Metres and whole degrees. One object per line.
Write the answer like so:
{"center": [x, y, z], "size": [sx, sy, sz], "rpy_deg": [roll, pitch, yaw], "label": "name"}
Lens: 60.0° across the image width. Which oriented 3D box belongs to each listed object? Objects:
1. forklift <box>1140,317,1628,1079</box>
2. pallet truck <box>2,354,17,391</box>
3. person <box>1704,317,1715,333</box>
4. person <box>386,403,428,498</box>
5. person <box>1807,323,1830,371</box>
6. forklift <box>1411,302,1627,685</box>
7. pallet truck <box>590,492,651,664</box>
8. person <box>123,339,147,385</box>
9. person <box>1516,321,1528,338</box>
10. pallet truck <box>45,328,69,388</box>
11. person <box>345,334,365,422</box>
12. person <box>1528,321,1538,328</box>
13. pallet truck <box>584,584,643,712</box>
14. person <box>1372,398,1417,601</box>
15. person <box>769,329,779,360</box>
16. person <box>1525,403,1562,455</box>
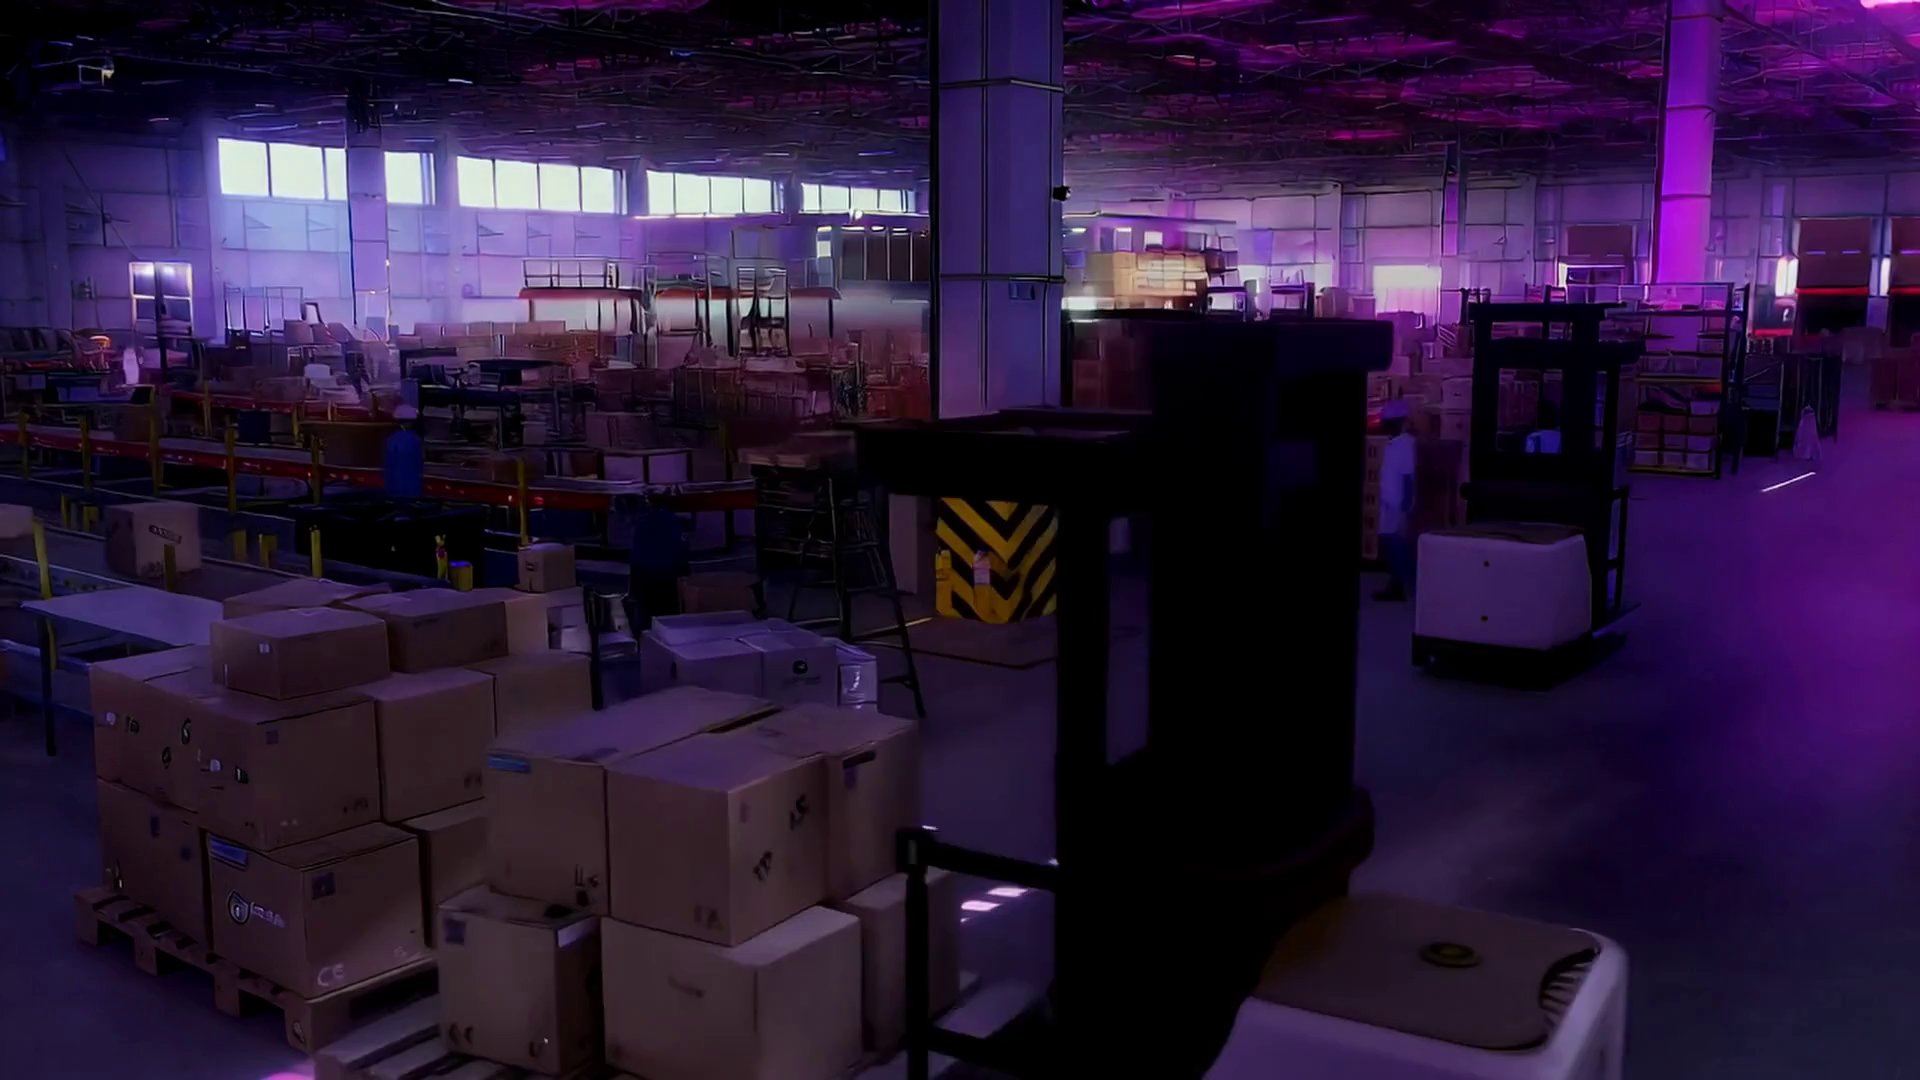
{"center": [0.856, 0.773, 4.690], "size": [1.873, 2.768, 1.129], "rpy_deg": [5, 10, 30], "label": "forklift"}
{"center": [-24.881, -4.417, 42.634], "size": [1.885, 1.965, 0.823], "rpy_deg": [8, 11, 41], "label": "pallet truck"}
{"center": [33.472, -9.071, 74.346], "size": [0.485, 1.895, 0.662], "rpy_deg": [6, 10, 35], "label": "person"}
{"center": [-5.753, -0.547, 17.346], "size": [0.389, 1.752, 0.540], "rpy_deg": [4, 9, 25], "label": "person"}
{"center": [31.866, -7.130, 61.613], "size": [0.964, 1.788, 0.656], "rpy_deg": [7, 11, 40], "label": "person"}
{"center": [4.379, -0.438, 12.852], "size": [1.129, 2.768, 1.873], "rpy_deg": [7, 11, 37], "label": "forklift"}
{"center": [-3.115, 0.344, 12.883], "size": [0.653, 1.274, 1.630], "rpy_deg": [7, 11, 37], "label": "pallet truck"}
{"center": [-18.535, -3.583, 37.364], "size": [0.650, 1.891, 0.593], "rpy_deg": [5, 10, 32], "label": "person"}
{"center": [25.734, -9.344, 76.149], "size": [0.542, 1.912, 0.900], "rpy_deg": [0, 8, 2], "label": "person"}
{"center": [-23.775, -4.544, 43.495], "size": [1.885, 1.965, 0.823], "rpy_deg": [6, 10, 35], "label": "pallet truck"}
{"center": [-12.565, -3.265, 34.708], "size": [0.607, 2.048, 0.369], "rpy_deg": [8, 11, 42], "label": "person"}
{"center": [26.682, -9.511, 77.647], "size": [0.636, 1.808, 0.912], "rpy_deg": [-3, 9, -21], "label": "person"}
{"center": [-1.426, 0.805, 10.019], "size": [1.601, 1.201, 0.680], "rpy_deg": [-4, 9, -26], "label": "pallet truck"}
{"center": [4.067, -0.362, 15.541], "size": [0.451, 1.921, 0.575], "rpy_deg": [0, 8, 1], "label": "person"}
{"center": [-6.939, -7.215, 62.007], "size": [0.336, 1.844, 0.514], "rpy_deg": [5, 10, 28], "label": "person"}
{"center": [6.505, -0.677, 18.450], "size": [0.558, 1.687, 0.349], "rpy_deg": [0, 8, 0], "label": "person"}
